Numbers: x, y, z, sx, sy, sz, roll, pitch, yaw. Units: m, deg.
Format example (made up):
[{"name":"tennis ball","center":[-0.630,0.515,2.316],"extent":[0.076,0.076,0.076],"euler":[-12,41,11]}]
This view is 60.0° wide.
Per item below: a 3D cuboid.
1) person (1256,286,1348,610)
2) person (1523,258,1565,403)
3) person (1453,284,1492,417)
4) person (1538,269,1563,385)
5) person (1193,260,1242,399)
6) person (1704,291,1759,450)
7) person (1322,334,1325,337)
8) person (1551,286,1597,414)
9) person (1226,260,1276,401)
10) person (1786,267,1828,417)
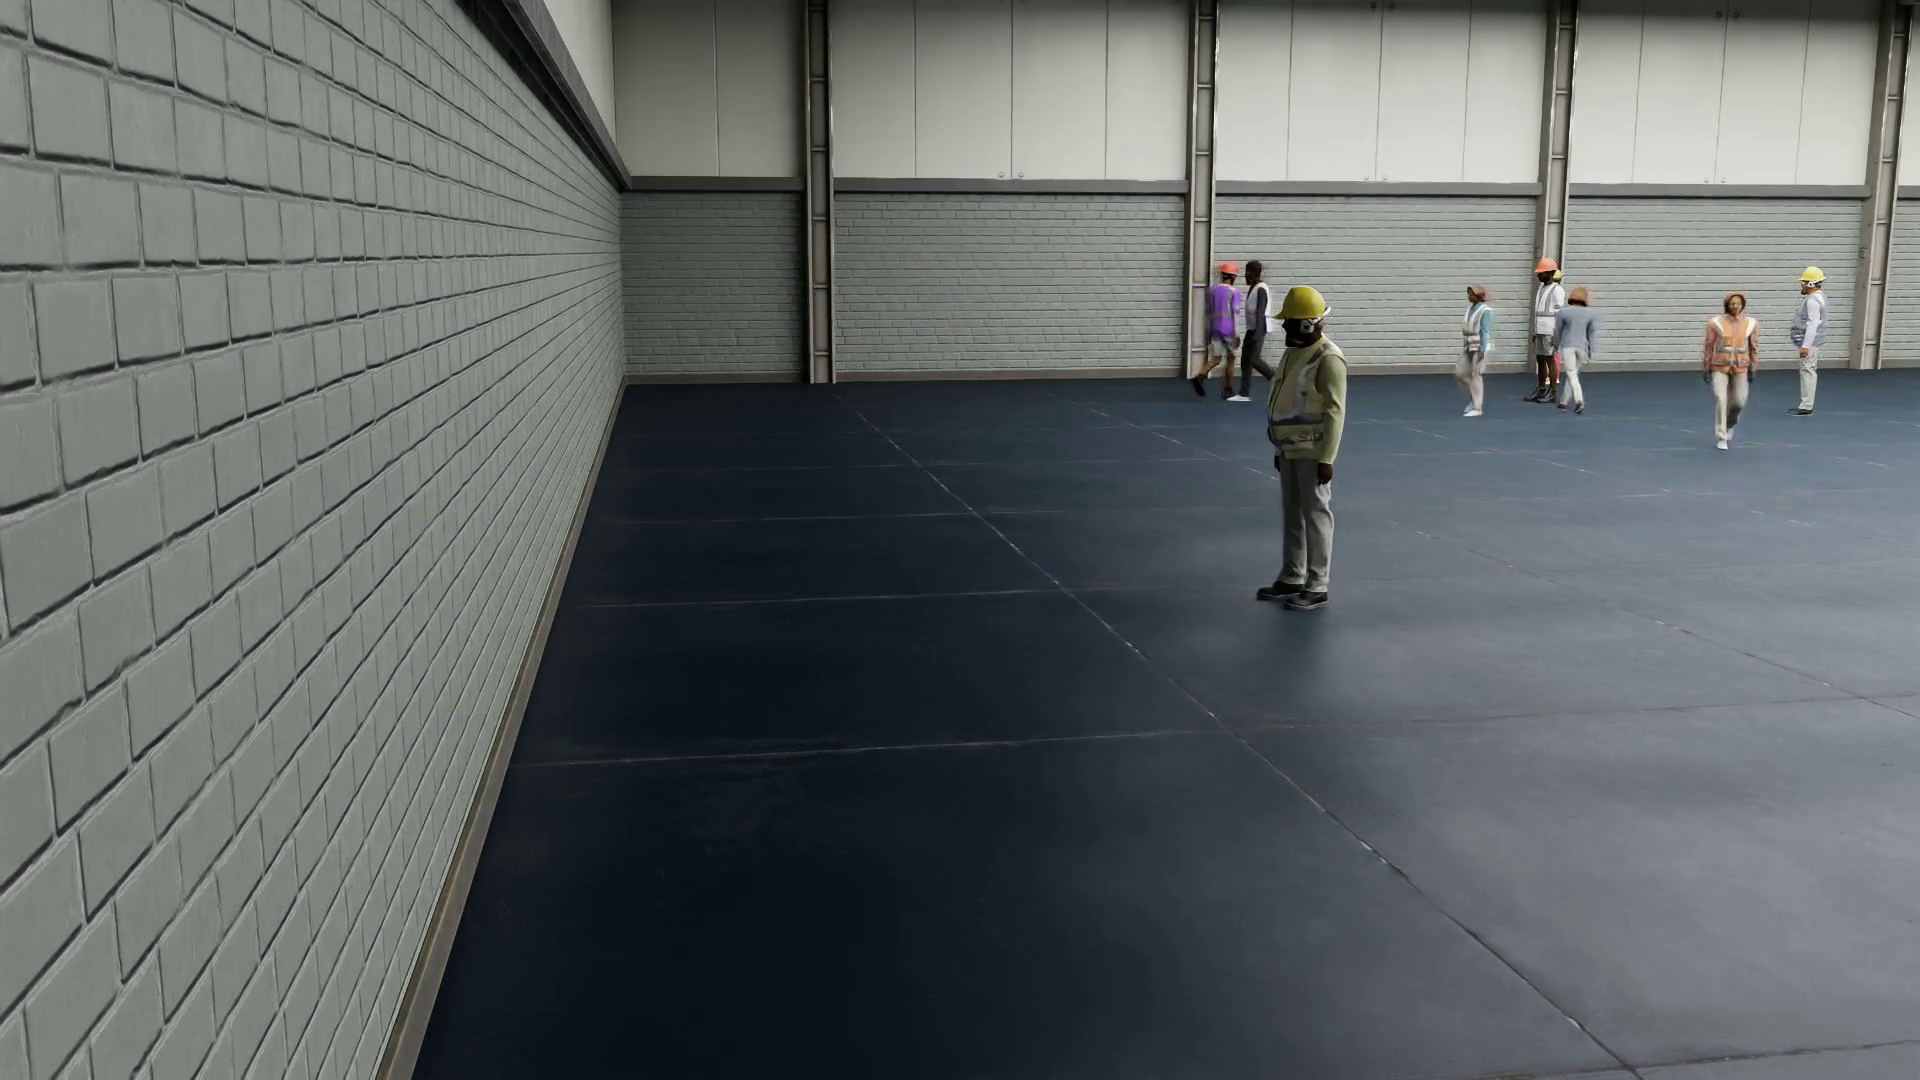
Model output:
[{"name":"person","center":[1.947,-0.518,9.444],"extent":[0.404,1.827,0.590],"euler":[-3,10,-15]},{"name":"person","center":[7.802,-2.790,22.208],"extent":[0.377,1.932,0.552],"euler":[-2,10,-11]},{"name":"person","center":[6.289,-2.313,20.357],"extent":[0.368,1.629,0.519],"euler":[-3,10,-18]},{"name":"person","center":[9.003,-3.246,25.320],"extent":[0.315,1.767,0.535],"euler":[2,10,11]},{"name":"person","center":[3.546,-2.842,22.615],"extent":[0.746,1.907,0.553],"euler":[-10,14,-44]},{"name":"person","center":[7.906,-1.748,17.110],"extent":[0.518,1.626,0.526],"euler":[2,10,13]},{"name":"person","center":[2.877,-1.165,13.737],"extent":[0.315,1.631,0.514],"euler":[-1,10,-7]},{"name":"person","center":[7.740,-2.388,20.880],"extent":[0.497,1.590,0.822],"euler":[-1,10,-4]},{"name":"person","center":[3.986,-2.796,22.333],"extent":[0.685,1.901,0.641],"euler":[-1,10,-7]},{"name":"person","center":[10.394,-2.425,20.400],"extent":[0.404,1.831,0.600],"euler":[6,12,31]}]
